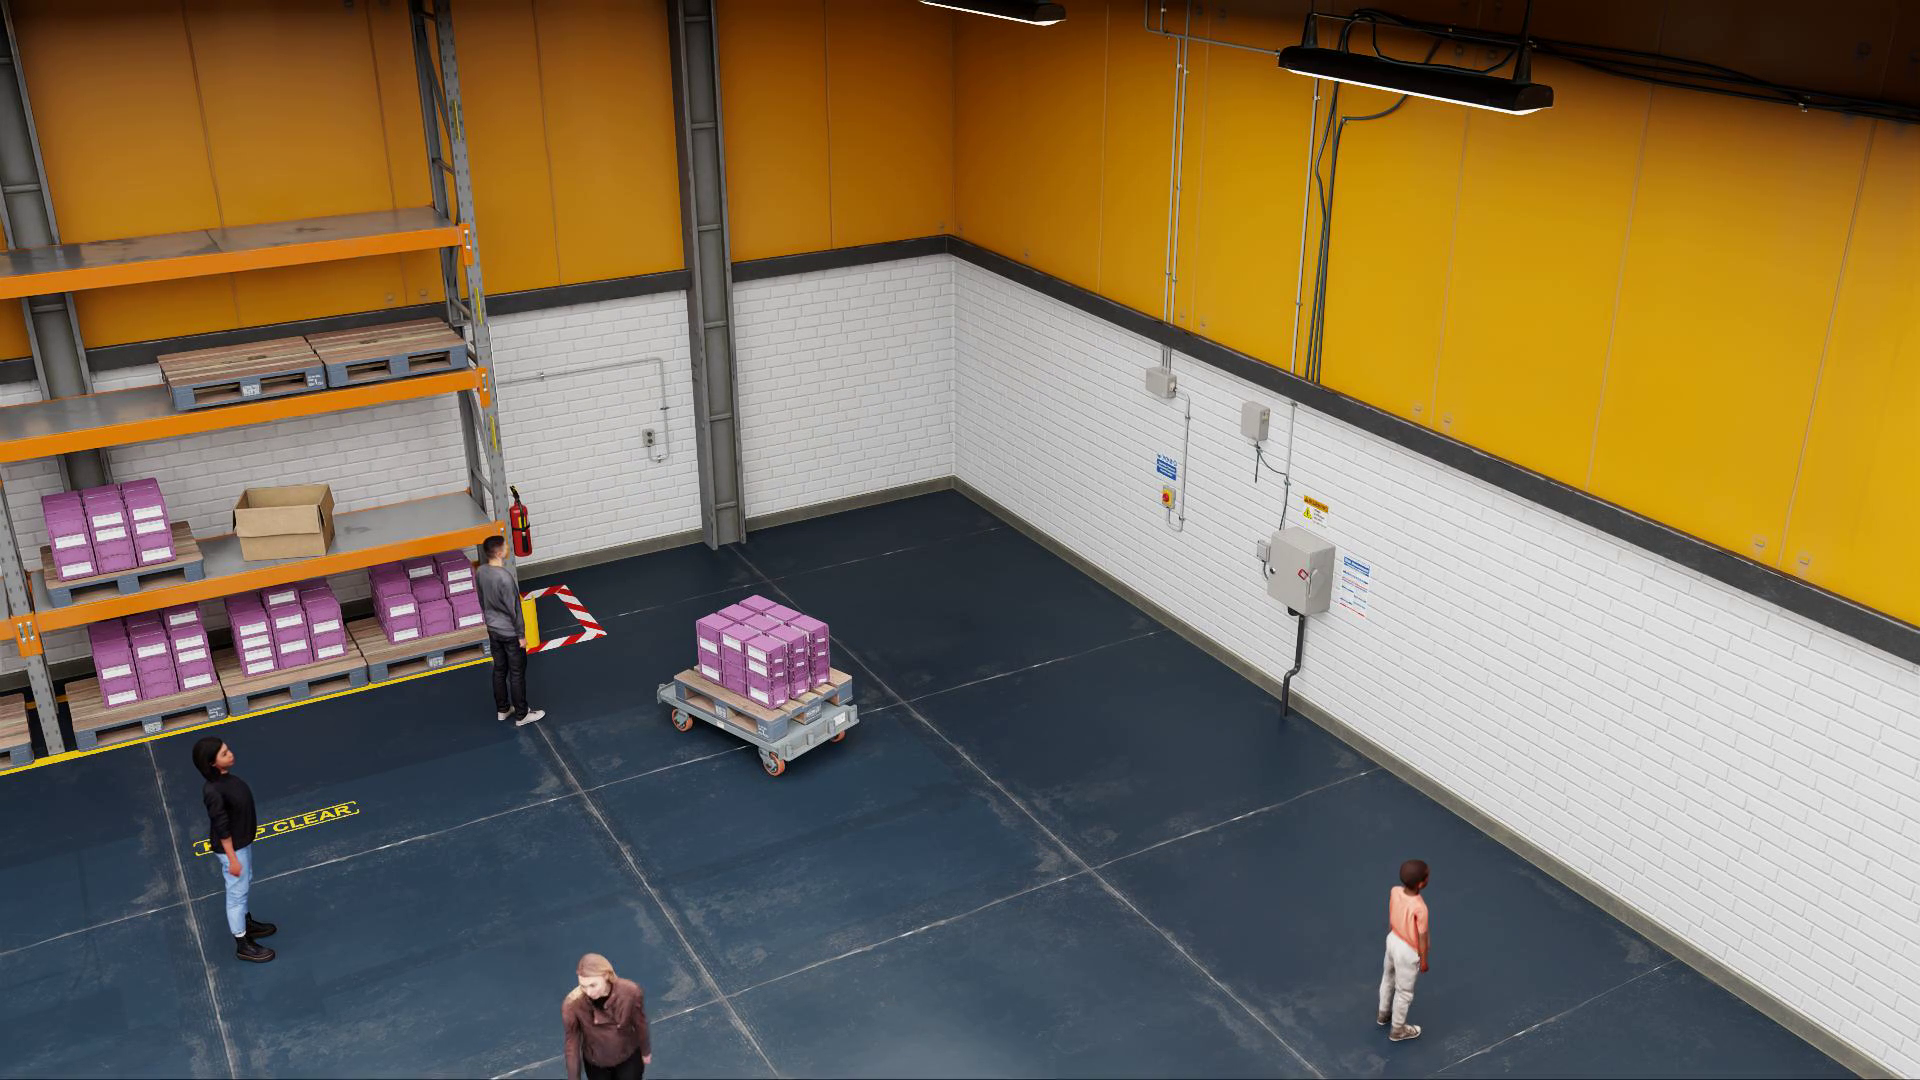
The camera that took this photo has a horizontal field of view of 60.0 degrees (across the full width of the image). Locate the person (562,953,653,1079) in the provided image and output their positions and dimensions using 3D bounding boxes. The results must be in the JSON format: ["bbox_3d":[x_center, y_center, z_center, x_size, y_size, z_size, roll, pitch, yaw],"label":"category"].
[{"bbox_3d":[-1.988,2.954,9.565,0.935,1.657,0.872,-7,25,-15],"label":"person"}]

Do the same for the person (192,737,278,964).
[{"bbox_3d":[-5.013,2.105,11.450,0.603,1.702,0.611,-7,25,-15],"label":"person"}]

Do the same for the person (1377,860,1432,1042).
[{"bbox_3d":[2.864,2.636,10.727,0.520,1.309,0.520,-9,25,-20],"label":"person"}]

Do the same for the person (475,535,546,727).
[{"bbox_3d":[-3.943,0.777,14.415,0.698,1.761,0.697,14,27,29],"label":"person"}]
